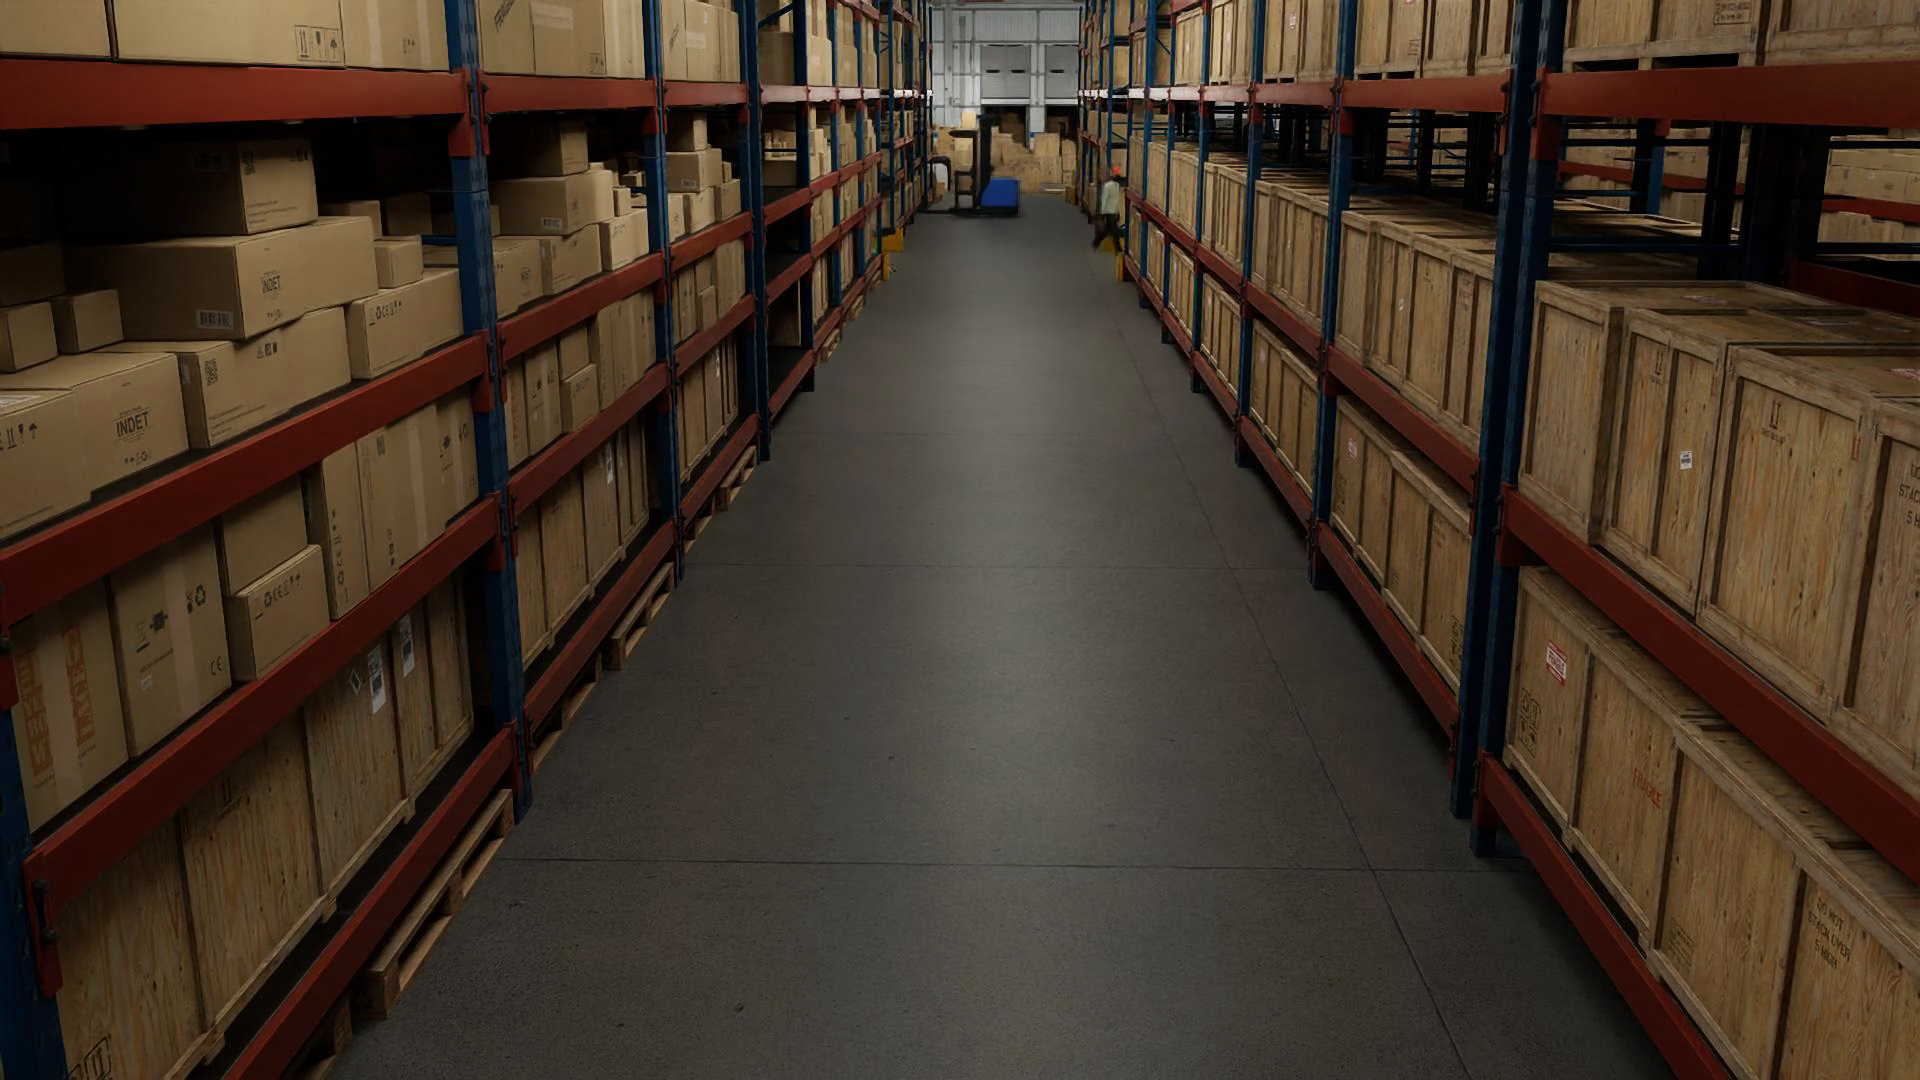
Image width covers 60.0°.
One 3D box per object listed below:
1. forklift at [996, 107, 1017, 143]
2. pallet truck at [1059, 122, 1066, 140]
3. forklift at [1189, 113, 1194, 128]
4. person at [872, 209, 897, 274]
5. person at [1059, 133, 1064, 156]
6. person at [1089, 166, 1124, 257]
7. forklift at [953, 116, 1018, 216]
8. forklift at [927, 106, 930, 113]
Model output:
[{"bbox_3d":[1.956,-19.882,81.768,1.873,2.768,1.129,1,15,4],"label":"forklift"},{"bbox_3d":[5.788,-21.111,88.014,1.885,1.965,0.823,5,16,18],"label":"pallet truck"},{"bbox_3d":[8.016,-13.026,56.259,1.129,2.768,1.873,0,15,1],"label":"forklift"},{"bbox_3d":[-1.731,-5.992,32.294,0.953,1.709,0.527,0,15,0],"label":"person"},{"bbox_3d":[4.189,-15.626,67.781,0.603,1.901,0.604,3,15,11],"label":"person"},{"bbox_3d":[3.225,-7.140,36.113,0.927,1.963,0.624,9,17,30],"label":"person"},{"bbox_3d":[0.744,-10.746,47.772,1.873,2.768,1.129,0,15,2],"label":"forklift"},{"bbox_3d":[-2.001,-20.667,84.687,1.129,2.768,1.873,0,15,2],"label":"forklift"}]
